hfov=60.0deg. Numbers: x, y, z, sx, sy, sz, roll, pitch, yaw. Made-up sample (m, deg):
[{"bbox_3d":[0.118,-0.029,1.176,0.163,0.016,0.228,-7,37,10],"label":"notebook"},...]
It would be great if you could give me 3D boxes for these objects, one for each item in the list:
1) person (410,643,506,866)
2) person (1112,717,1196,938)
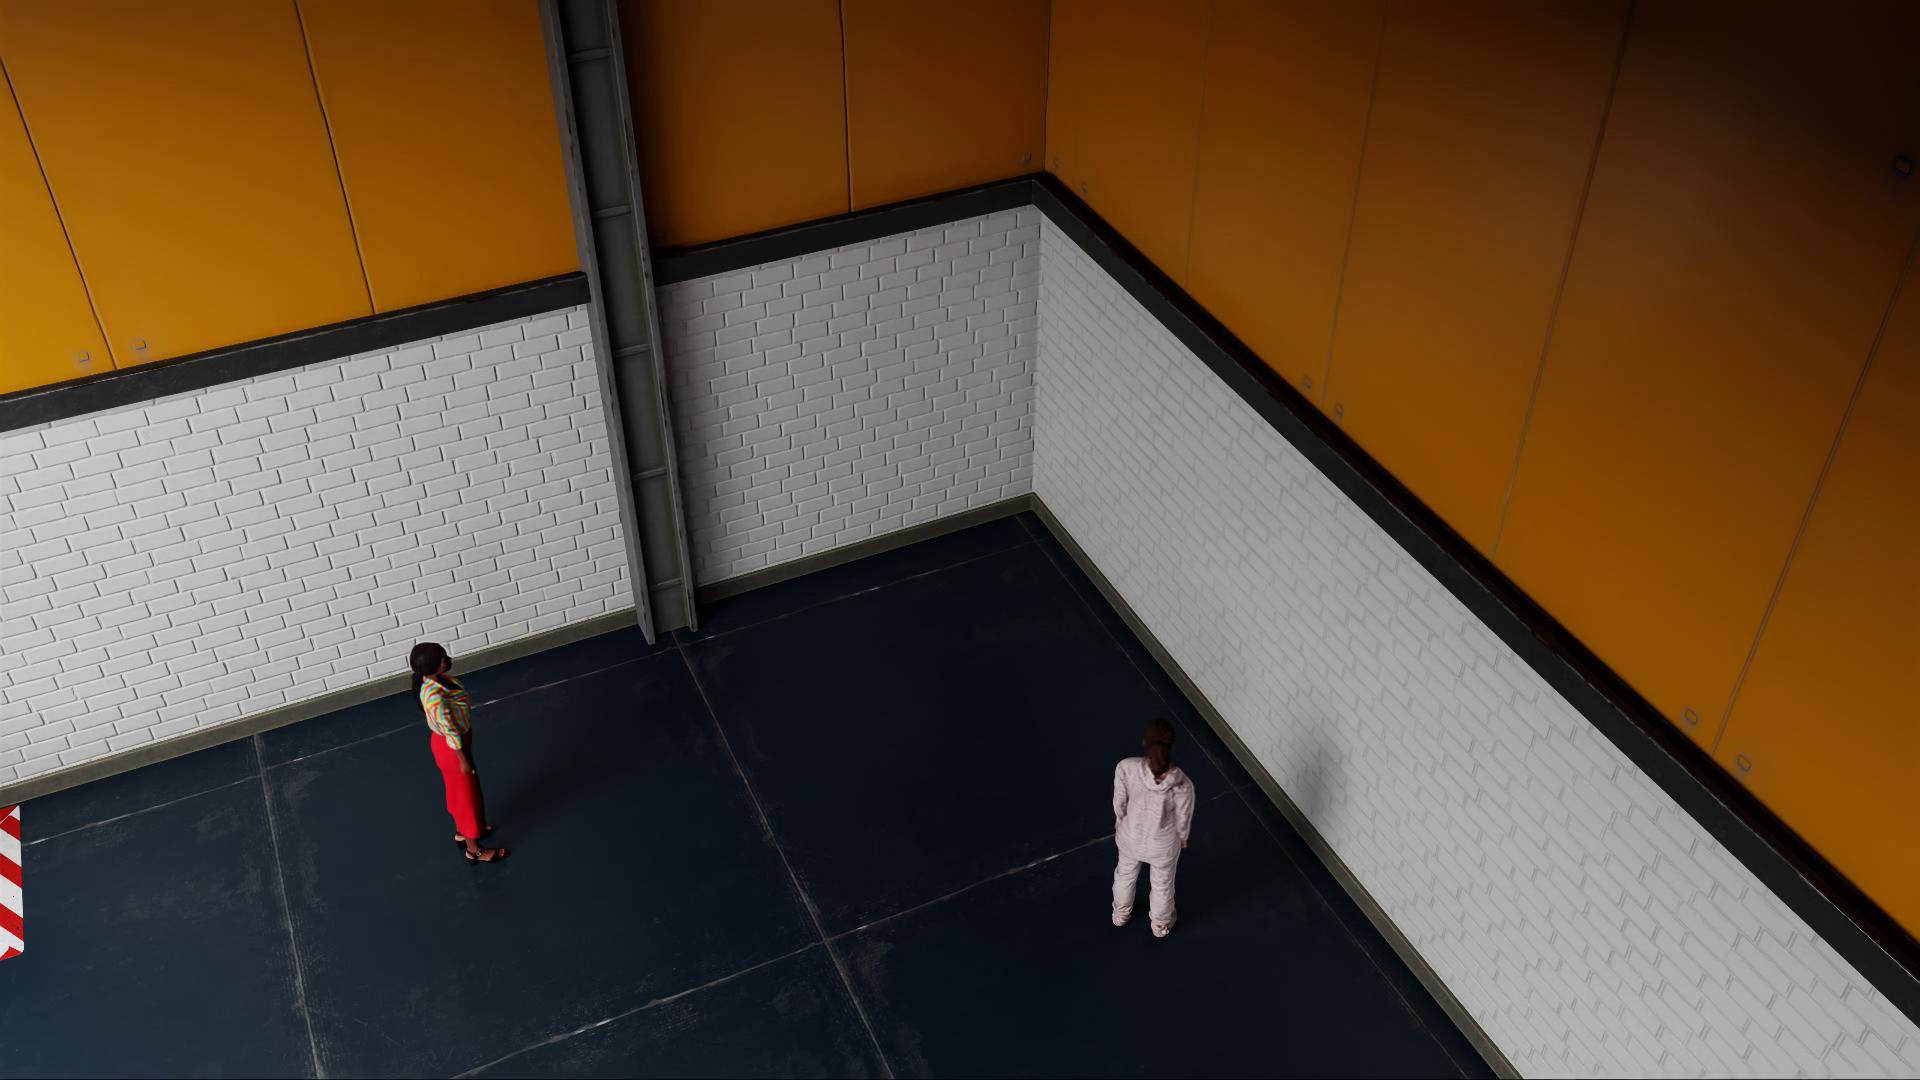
[{"bbox_3d":[-3.157,1.327,10.367,0.553,1.792,0.618,-20,43,-24],"label":"person"},{"bbox_3d":[1.134,1.735,9.936,0.726,1.692,0.782,14,41,17],"label":"person"}]
